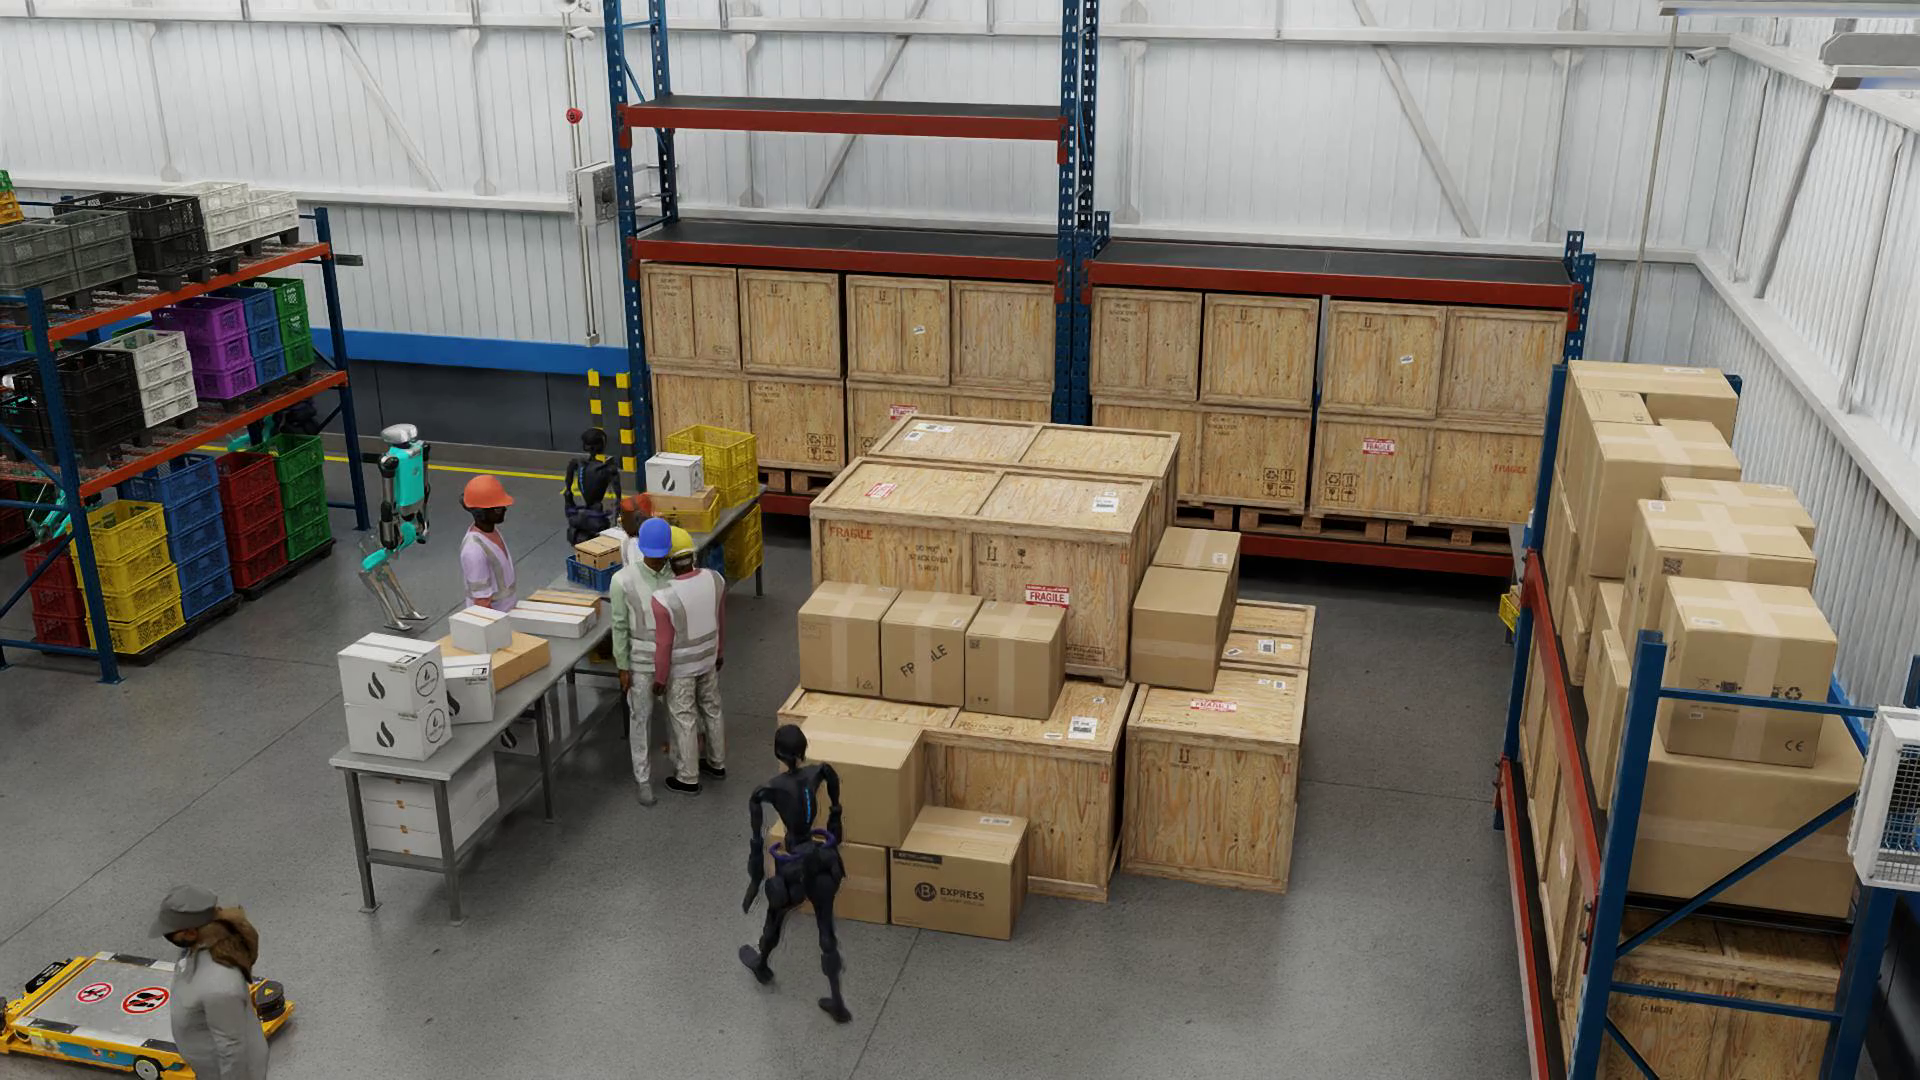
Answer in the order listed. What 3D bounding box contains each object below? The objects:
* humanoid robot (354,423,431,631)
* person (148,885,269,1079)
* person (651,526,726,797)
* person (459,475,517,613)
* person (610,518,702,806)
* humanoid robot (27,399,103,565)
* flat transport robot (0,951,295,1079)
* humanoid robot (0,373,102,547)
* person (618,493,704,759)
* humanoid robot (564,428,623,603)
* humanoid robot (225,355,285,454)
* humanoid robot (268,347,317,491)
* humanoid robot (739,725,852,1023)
[{"bbox_3d":[-4.534,-0.120,13.167,0.745,1.689,0.531,7,22,18],"label":"humanoid robot"},{"bbox_3d":[-3.131,2.230,7.118,0.404,1.762,0.562,-12,24,-29],"label":"person"},{"bbox_3d":[-1.774,0.787,10.810,0.403,1.820,0.593,16,26,36],"label":"person"},{"bbox_3d":[-3.103,0.538,11.157,0.374,2.044,0.604,-3,21,-7],"label":"person"},{"bbox_3d":[-1.935,0.762,10.715,0.601,1.939,0.398,-12,24,-29],"label":"person"},{"bbox_3d":[-7.510,-0.391,13.823,0.533,1.677,0.735,8,22,21],"label":"humanoid robot"},{"bbox_3d":[-4.270,2.464,8.601,1.431,0.231,0.659,5,22,13],"label":"flat transport robot"},{"bbox_3d":[-7.907,-0.695,14.625,0.533,1.673,0.735,13,25,31],"label":"humanoid robot"},{"bbox_3d":[-2.022,0.592,11.289,0.685,1.848,0.458,19,28,41],"label":"person"},{"bbox_3d":[-2.929,-0.089,13.307,0.613,1.635,0.380,10,23,23],"label":"humanoid robot"},{"bbox_3d":[-6.809,-1.126,16.029,0.790,1.840,0.548,4,21,10],"label":"humanoid robot"},{"bbox_3d":[-6.458,-1.153,16.084,0.371,1.654,0.596,5,21,13],"label":"humanoid robot"},{"bbox_3d":[-0.867,1.689,8.699,0.603,1.624,0.779,-14,25,-33],"label":"humanoid robot"}]
